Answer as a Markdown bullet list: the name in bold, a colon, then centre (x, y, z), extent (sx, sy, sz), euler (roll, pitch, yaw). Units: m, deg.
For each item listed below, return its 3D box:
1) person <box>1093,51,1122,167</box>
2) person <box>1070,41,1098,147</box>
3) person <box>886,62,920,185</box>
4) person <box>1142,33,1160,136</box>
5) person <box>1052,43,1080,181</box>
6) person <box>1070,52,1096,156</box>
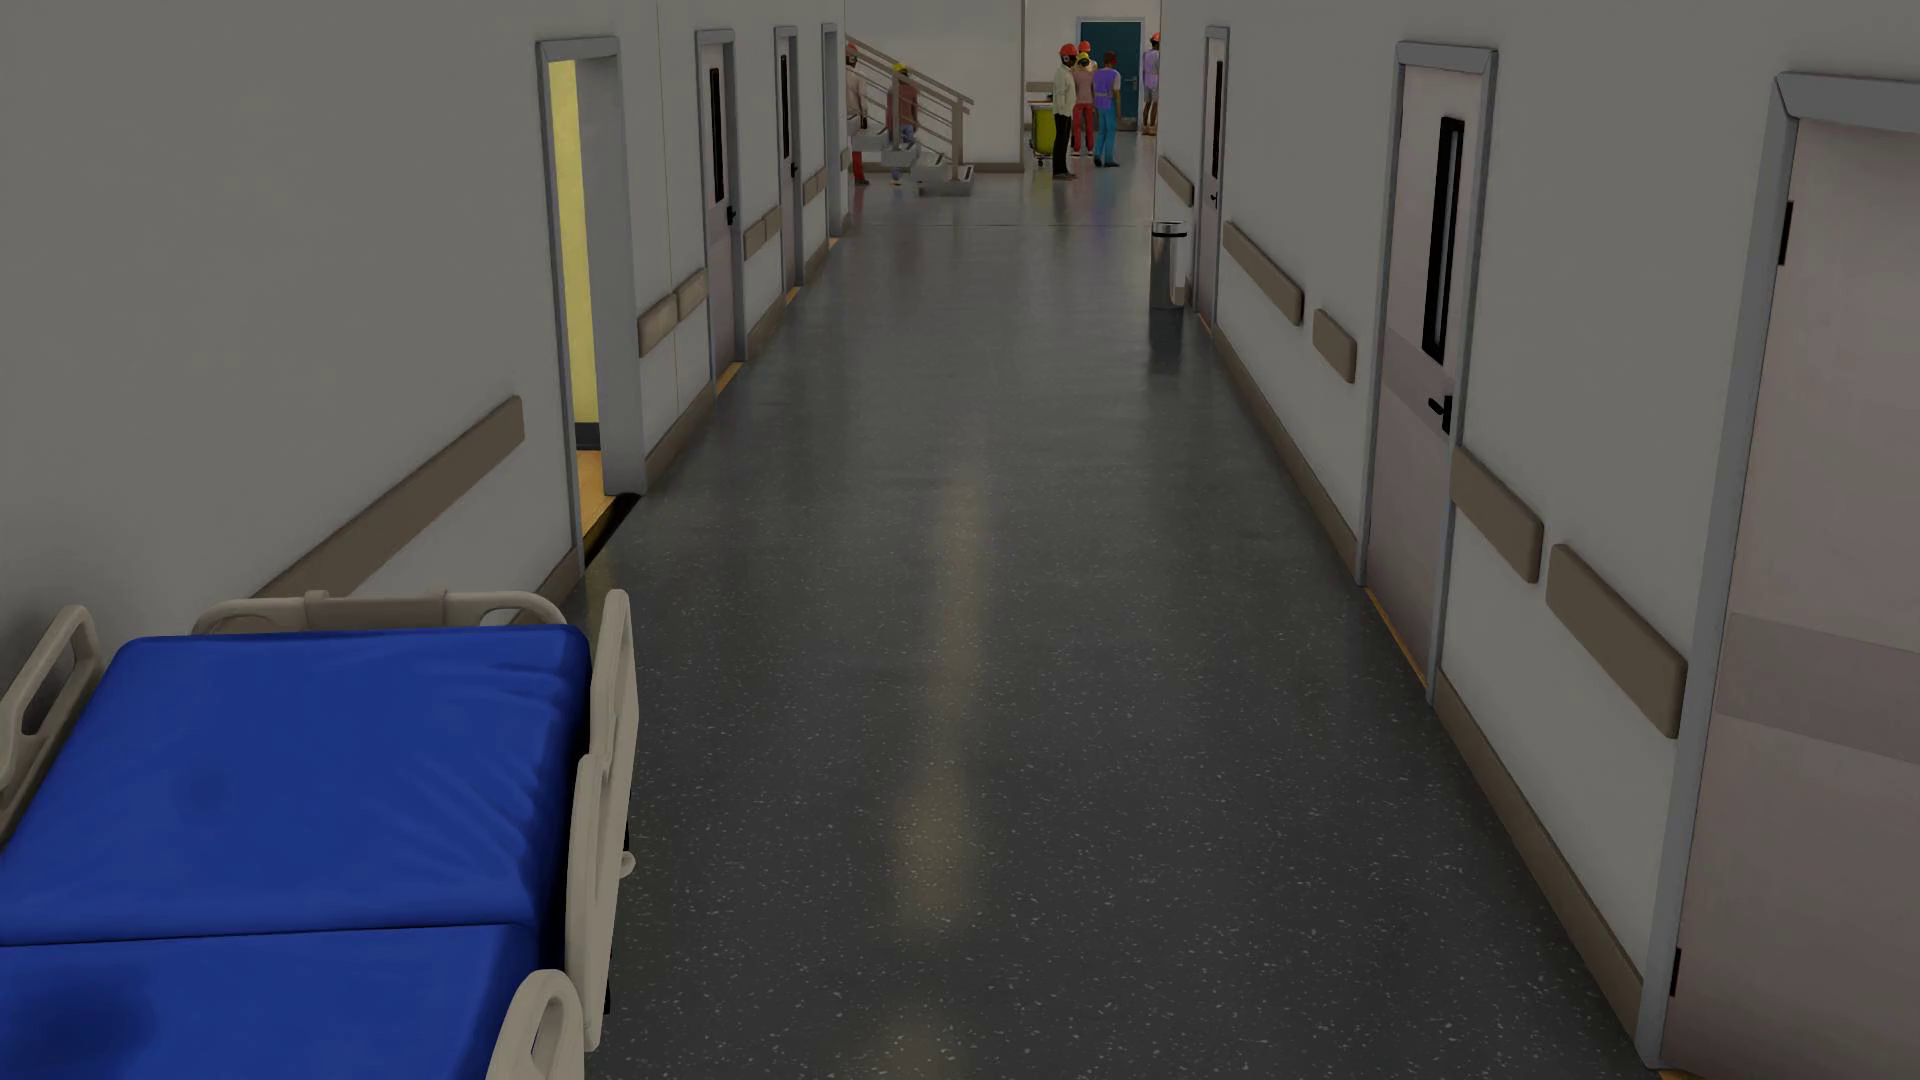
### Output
- **person**: centre (2.384, -6.953, 26.889), extent (0.466, 1.834, 0.570), euler (-14, 22, -37)
- **person**: centre (2.281, -8.240, 30.784), extent (0.543, 1.928, 0.401), euler (-2, 18, -7)
- **person**: centre (-0.802, -5.991, 24.018), extent (0.533, 1.746, 0.611), euler (-13, 22, -34)
- **person**: centre (3.951, -9.239, 33.757), extent (0.408, 2.031, 0.611), euler (-12, 21, -32)
- **person**: centre (1.577, -6.383, 24.853), extent (0.400, 1.989, 0.616), euler (5, 18, 15)
- **person**: centre (2.132, -7.597, 29.016), extent (0.535, 1.767, 0.316), euler (-6, 18, -17)
